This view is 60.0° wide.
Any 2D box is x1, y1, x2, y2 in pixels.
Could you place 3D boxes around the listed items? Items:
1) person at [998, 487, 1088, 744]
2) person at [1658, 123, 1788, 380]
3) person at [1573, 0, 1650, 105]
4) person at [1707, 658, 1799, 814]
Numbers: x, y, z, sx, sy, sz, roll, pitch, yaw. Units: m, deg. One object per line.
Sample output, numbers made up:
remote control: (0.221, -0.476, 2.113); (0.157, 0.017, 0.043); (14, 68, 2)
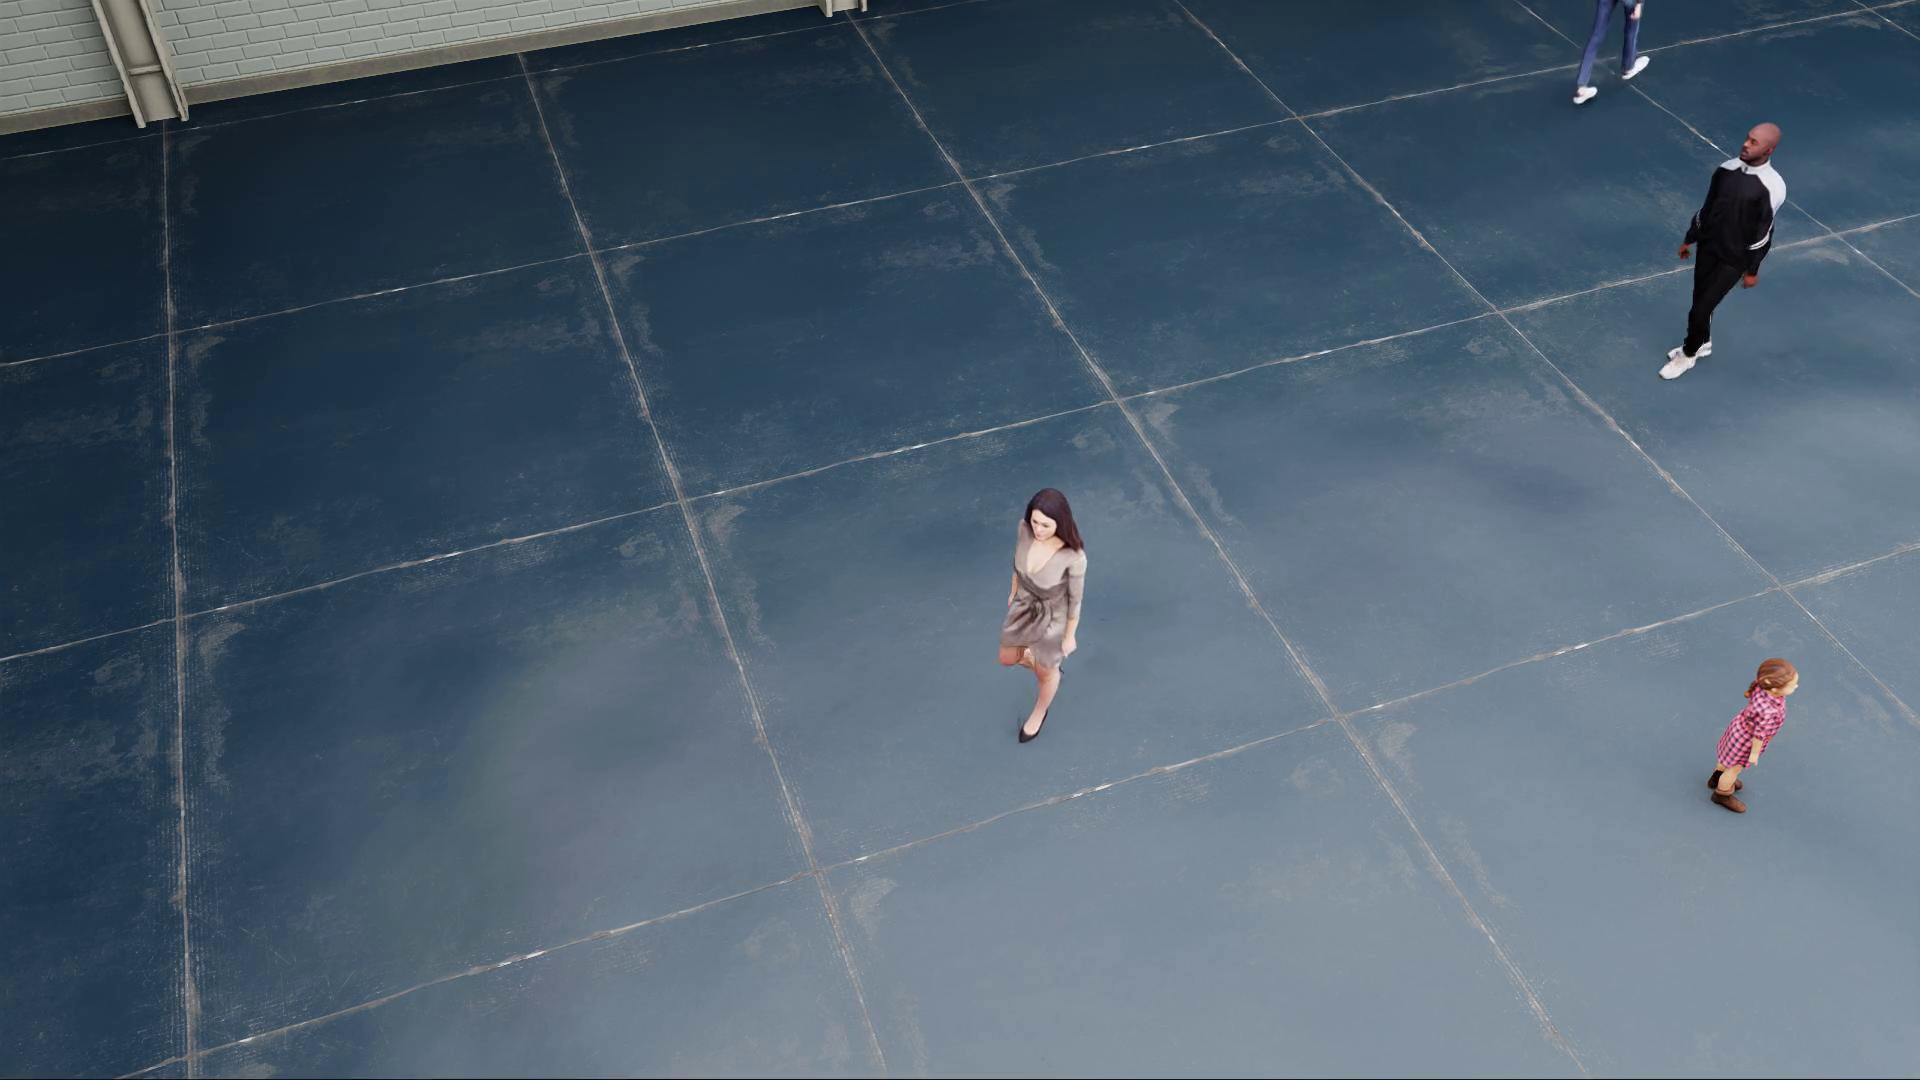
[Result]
person: (0.466, 0.355, 8.565); (0.767, 1.732, 0.818); (31, 51, 29)
person: (5.112, -1.923, 10.947); (0.726, 1.811, 0.675); (-15, 45, -15)
person: (5.366, -4.419, 13.659); (1.177, 1.758, 0.866); (-30, 51, -28)
person: (4.010, 0.967, 8.430); (0.549, 1.022, 0.501); (10, 44, 11)
